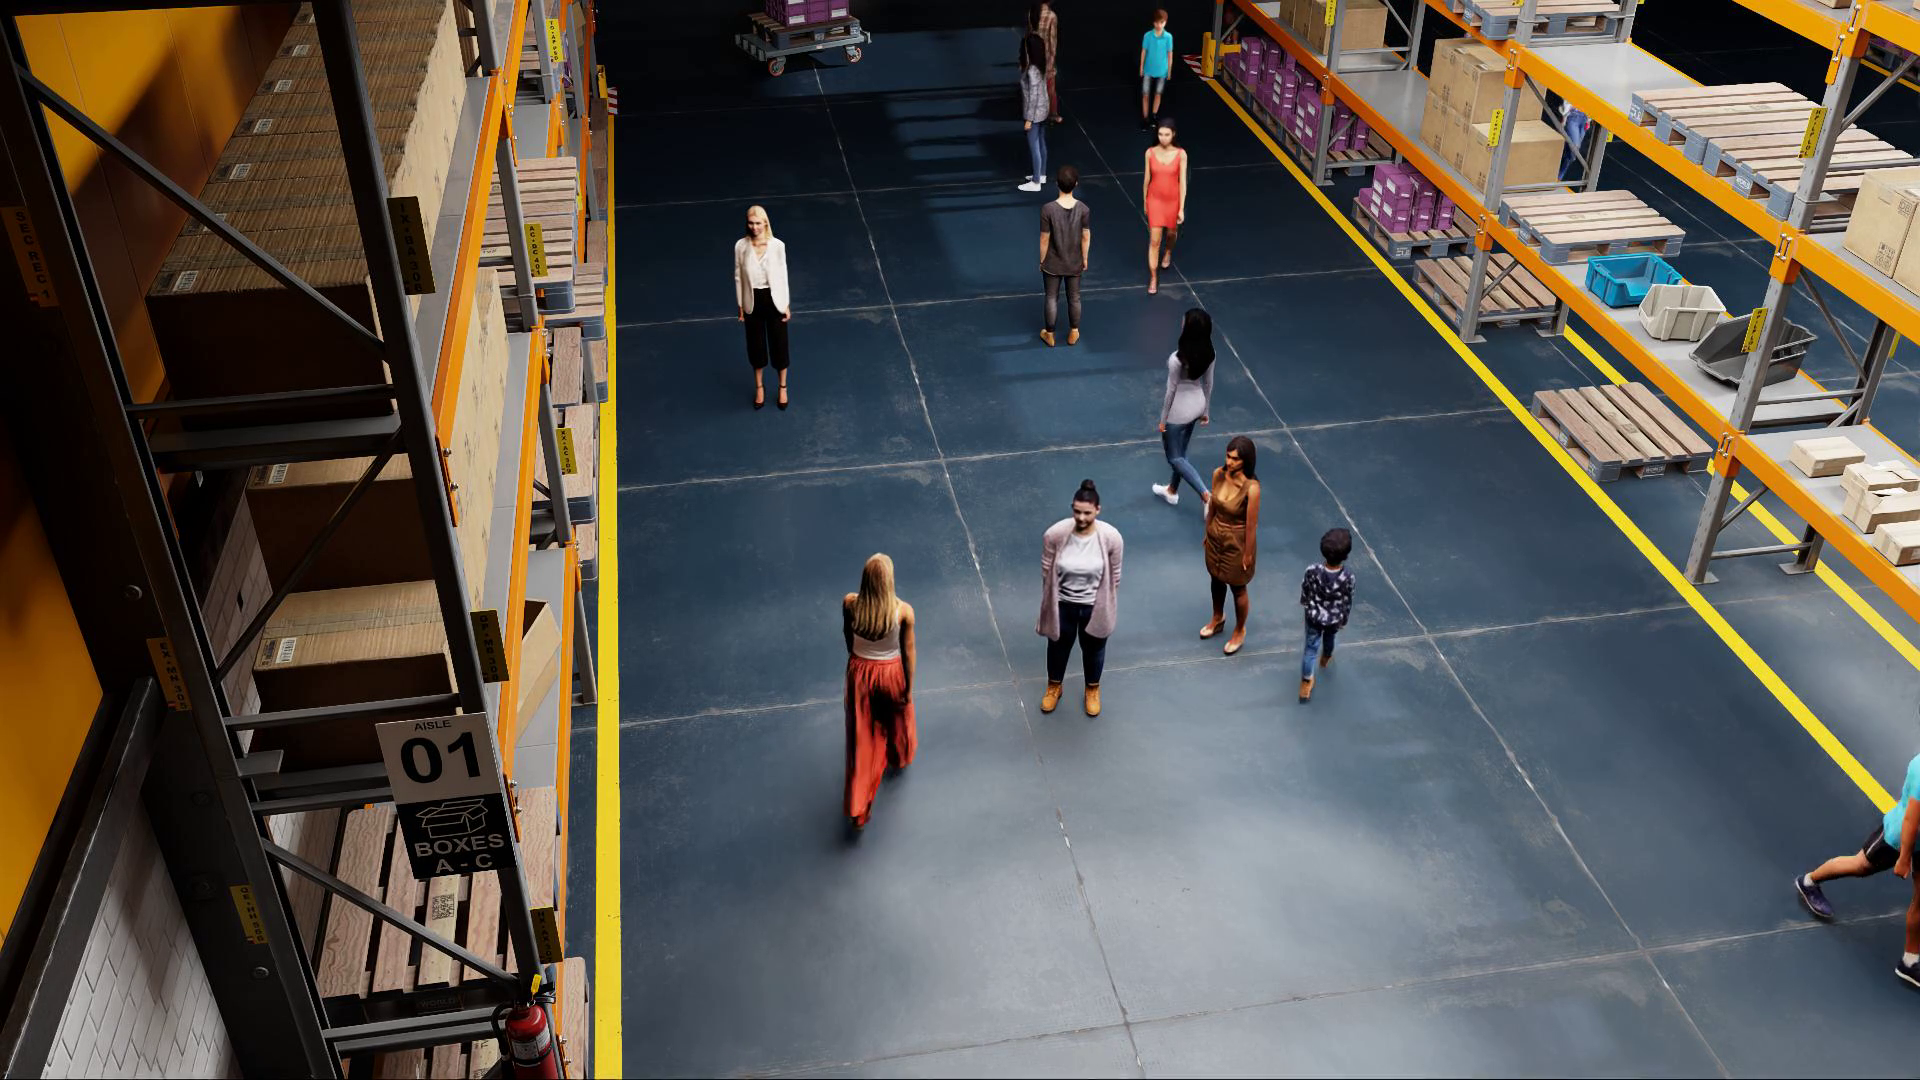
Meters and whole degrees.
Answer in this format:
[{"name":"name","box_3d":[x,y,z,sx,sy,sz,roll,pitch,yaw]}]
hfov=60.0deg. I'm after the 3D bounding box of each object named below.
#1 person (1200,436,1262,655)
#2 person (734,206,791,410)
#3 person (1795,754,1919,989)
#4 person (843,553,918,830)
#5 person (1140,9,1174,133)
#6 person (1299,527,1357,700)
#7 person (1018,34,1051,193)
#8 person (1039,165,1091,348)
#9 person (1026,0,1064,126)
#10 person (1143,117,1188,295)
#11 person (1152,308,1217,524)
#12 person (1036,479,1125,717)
[{"name":"person","box_3d":[1.841,0.027,11.288,0.699,1.683,0.593,-24,40,-32]},{"name":"person","box_3d":[-1.663,-1.961,14.122,0.630,1.858,0.562,-1,34,-1]},{"name":"person","box_3d":[5.033,1.547,8.961,0.876,1.729,1.253,-16,37,-22]},{"name":"person","box_3d":[-0.534,0.913,9.889,0.946,1.757,1.301,7,34,10]},{"name":"person","box_3d":[2.368,-5.733,20.178,0.612,1.436,0.745,1,34,2]},{"name":"person","box_3d":[2.394,0.497,10.999,0.721,1.222,0.904,9,35,14]},{"name":"person","box_3d":[0.842,-4.739,18.414,0.749,1.732,0.638,12,35,17]},{"name":"person","box_3d":[0.947,-2.584,15.186,0.631,1.717,0.569,-3,34,-4]},{"name":"person","box_3d":[0.918,-5.636,19.749,0.965,1.749,1.034,17,37,24]},{"name":"person","box_3d":[2.019,-3.322,16.322,0.817,1.688,1.158,4,34,6]},{"name":"person","box_3d":[1.774,-0.921,12.681,0.917,1.720,1.097,-23,40,-31]},{"name":"person","box_3d":[0.777,0.367,10.723,0.770,1.743,0.742,5,34,8]}]
